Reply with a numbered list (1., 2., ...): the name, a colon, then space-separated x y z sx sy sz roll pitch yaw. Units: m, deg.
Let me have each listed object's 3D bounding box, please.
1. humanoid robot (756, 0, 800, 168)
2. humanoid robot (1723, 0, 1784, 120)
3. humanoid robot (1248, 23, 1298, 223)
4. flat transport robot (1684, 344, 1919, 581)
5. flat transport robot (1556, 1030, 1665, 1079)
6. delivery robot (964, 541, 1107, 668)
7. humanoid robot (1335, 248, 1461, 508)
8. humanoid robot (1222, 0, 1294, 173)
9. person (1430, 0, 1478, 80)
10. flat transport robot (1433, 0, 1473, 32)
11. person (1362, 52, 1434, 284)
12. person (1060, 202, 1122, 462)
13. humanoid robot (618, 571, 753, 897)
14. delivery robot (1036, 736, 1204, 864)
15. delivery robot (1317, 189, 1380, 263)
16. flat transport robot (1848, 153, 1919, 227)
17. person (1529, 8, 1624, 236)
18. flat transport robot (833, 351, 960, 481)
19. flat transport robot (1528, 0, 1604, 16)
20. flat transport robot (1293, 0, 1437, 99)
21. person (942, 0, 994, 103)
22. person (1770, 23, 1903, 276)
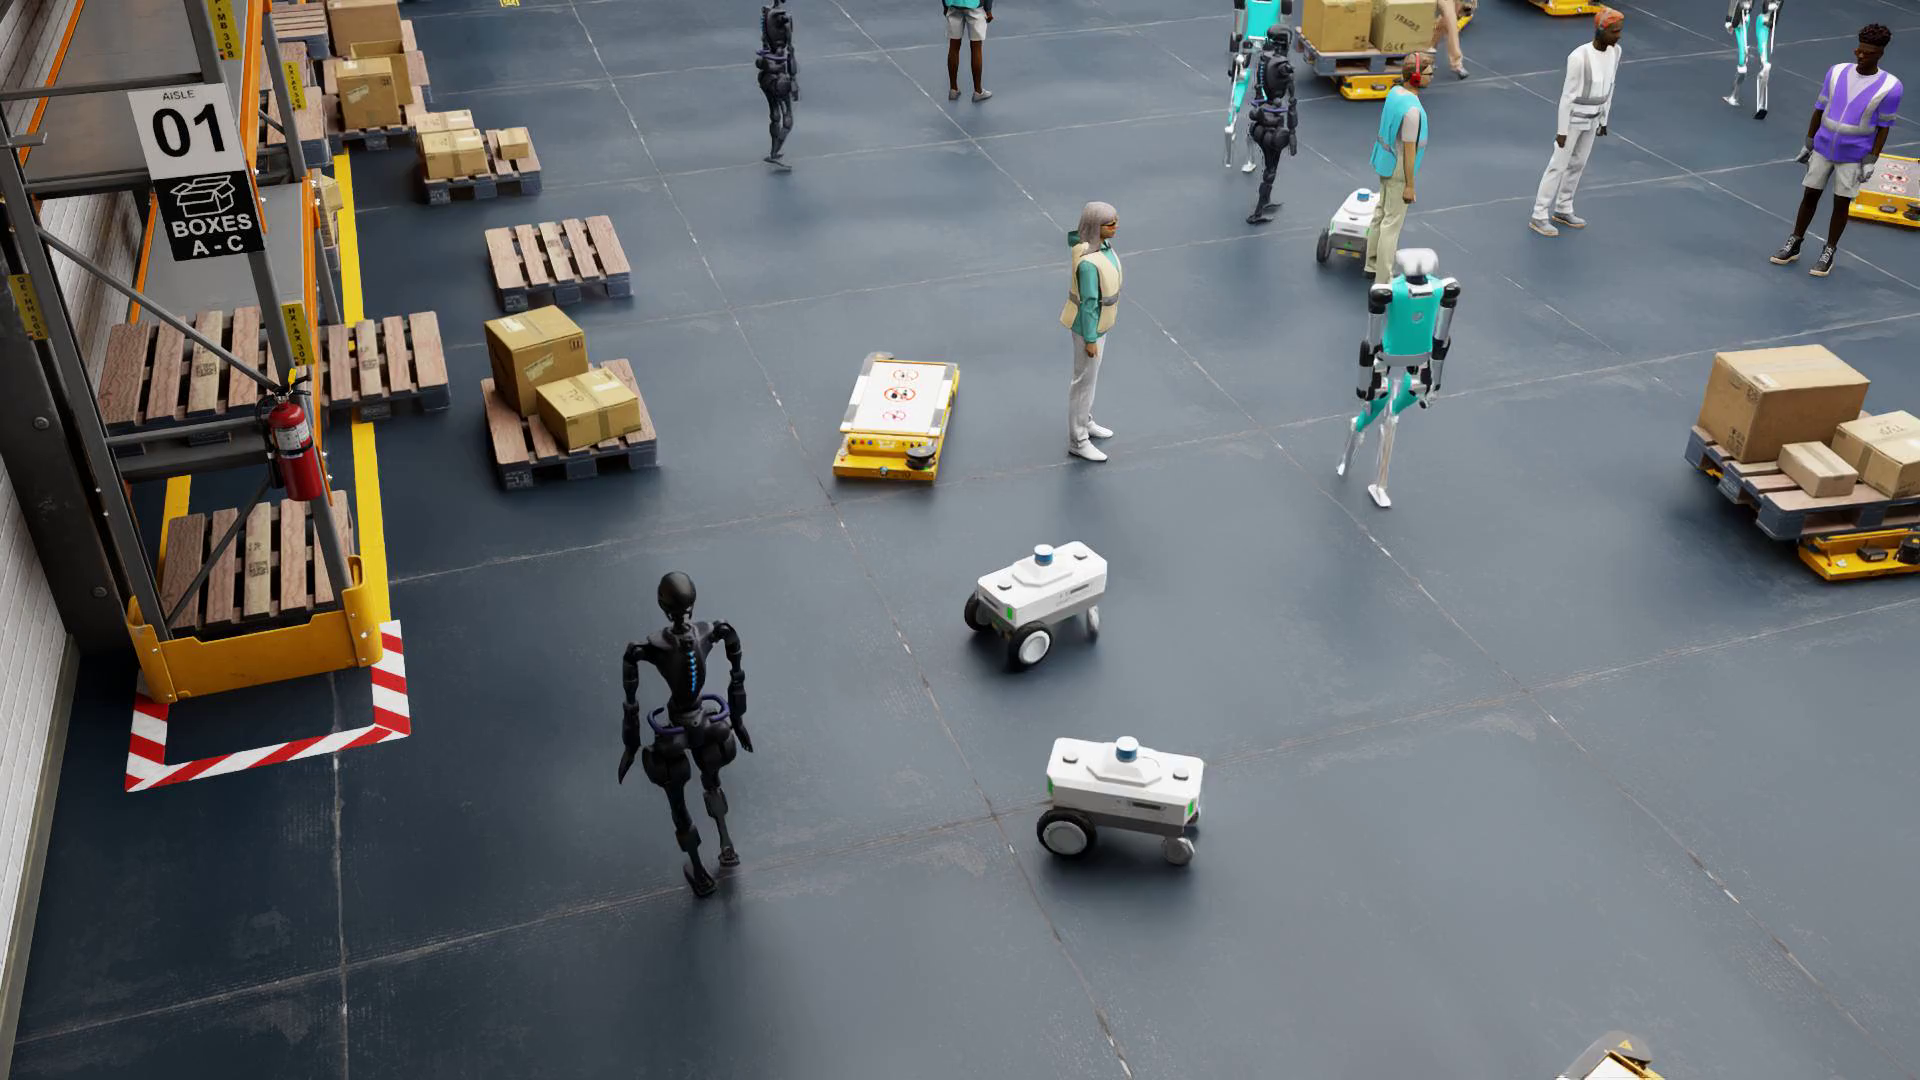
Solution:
1. humanoid robot: -1.687 -4.219 15.046 0.432 1.645 0.590 -20 38 -27
2. humanoid robot: 7.846 -4.999 16.234 0.549 1.823 0.881 0 33 1
3. humanoid robot: 2.678 -3.489 13.920 0.536 1.643 0.589 -15 36 -21
4. flat transport robot: 5.218 -0.234 10.217 0.659 0.231 1.431 -6 34 -8
5. flat transport robot: 2.315 2.416 6.153 1.431 0.231 0.659 -26 41 -33
6. delivery robot: 0.434 0.320 9.115 0.776 0.604 0.525 -21 38 -28
7. humanoid robot: 2.580 -0.987 10.127 0.546 1.883 0.799 -4 33 -6
8. humanoid robot: 2.585 -4.074 14.793 0.534 1.833 0.657 13 35 20
9. person: 5.126 -5.626 17.237 0.437 1.620 0.783 -8 34 -12
10. flat transport robot: 5.154 -6.131 19.262 1.431 0.231 0.659 17 37 24
11. person: 3.338 -2.804 12.713 0.389 1.847 0.562 -2 33 -3
12. person: 0.825 -1.338 10.592 0.364 1.709 0.468 7 34 10
13. humanoid robot: -1.197 0.865 7.242 0.612 1.653 0.351 -17 37 -24
14. delivery robot: 0.762 1.168 7.777 0.738 0.563 0.499 7 34 11
15. delivery robot: 3.233 -2.535 13.501 0.499 0.613 0.807 15 36 21
16. flat transport robot: 8.184 -3.111 14.629 0.659 0.231 1.431 16 36 23
17. person: 5.098 -3.422 13.648 0.588 1.873 0.367 -19 38 -27
18. flat transport robot: -0.406 -0.843 11.152 0.659 0.231 1.431 4 33 5
19. flat transport robot: 7.045 -6.590 19.966 0.659 0.231 1.431 -8 34 -13
20. flat transport robot: 4.181 -4.918 17.402 0.659 0.231 1.431 -3 33 -5
21. person: 0.058 -5.311 16.476 0.552 1.940 0.418 11 35 17
22. person: 6.870 -3.040 12.968 0.367 1.966 0.602 -25 41 -33
